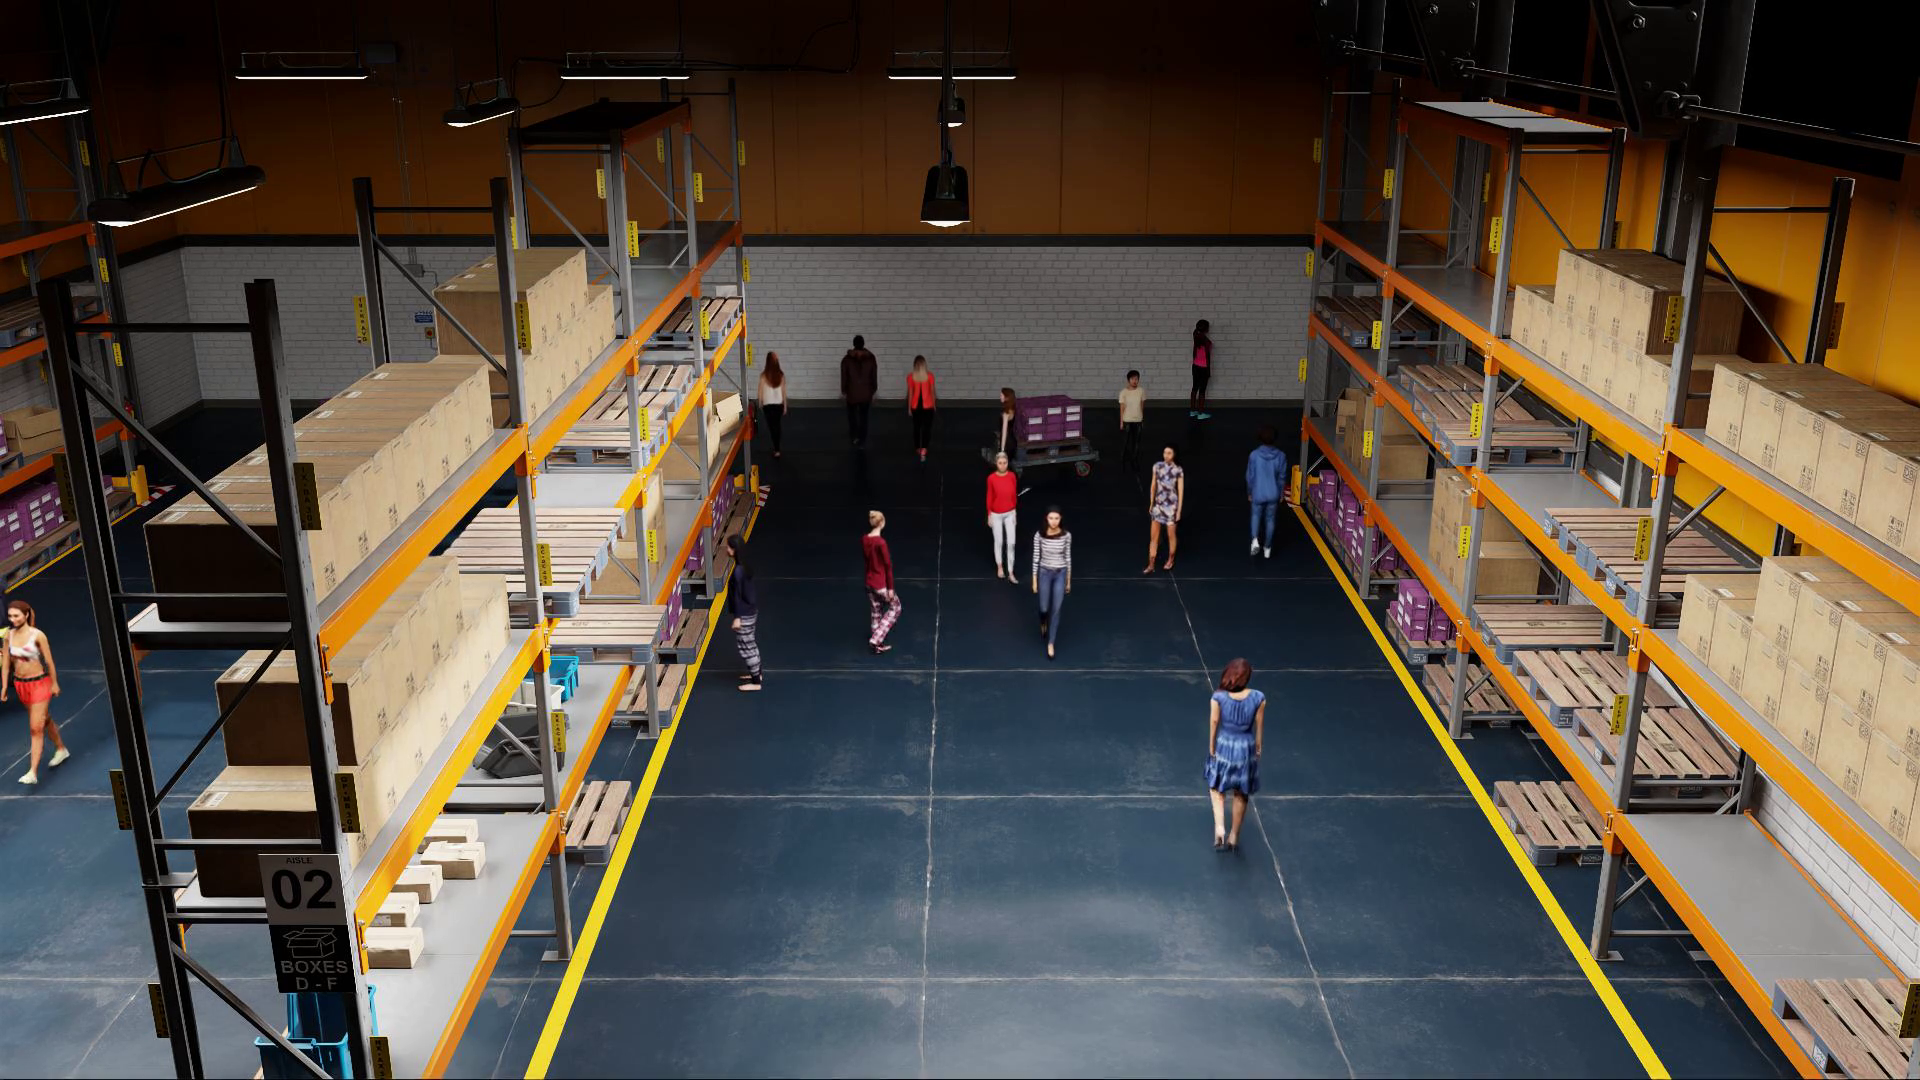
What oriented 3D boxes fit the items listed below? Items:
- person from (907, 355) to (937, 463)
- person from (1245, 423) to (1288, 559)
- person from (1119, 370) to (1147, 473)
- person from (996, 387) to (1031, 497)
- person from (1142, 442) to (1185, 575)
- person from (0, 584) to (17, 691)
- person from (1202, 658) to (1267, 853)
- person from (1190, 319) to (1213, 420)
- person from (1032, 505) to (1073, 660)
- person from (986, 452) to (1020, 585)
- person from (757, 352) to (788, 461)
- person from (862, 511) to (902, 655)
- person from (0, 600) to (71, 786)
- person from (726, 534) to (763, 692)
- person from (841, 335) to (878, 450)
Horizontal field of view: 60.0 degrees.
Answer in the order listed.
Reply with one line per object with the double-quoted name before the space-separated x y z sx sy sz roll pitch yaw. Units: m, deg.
"person" -0.603 -2.039 26.157 0.674 1.668 1.108 2 19 6
"person" 3.988 -0.606 21.703 0.756 1.795 0.819 4 19 11
"person" 2.655 -1.843 25.702 0.629 1.587 0.540 -4 19 -12
"person" 0.776 -1.343 23.982 0.679 1.736 0.717 2 19 7
"person" 2.681 -0.423 21.300 0.896 1.706 1.059 9 21 26
"person" -9.875 0.972 16.949 0.762 1.839 0.990 -1 19 -2
"person" 2.368 1.900 14.262 0.670 1.793 0.730 1 19 4
"person" 4.177 -2.982 28.871 0.717 1.723 0.623 -10 21 -27
"person" 1.033 0.437 18.622 0.610 1.785 0.739 -1 19 -4
"person" 0.513 -0.319 21.037 0.688 1.677 0.911 -4 19 -11
"person" -2.917 -2.091 26.261 0.776 1.701 0.899 -10 21 -27
"person" -0.952 0.492 18.595 0.835 1.697 0.773 -17 25 -41
"person" -8.776 1.389 15.843 0.621 1.753 1.100 1 19 4
"person" -2.282 0.769 17.734 0.658 1.723 0.498 1 19 2
"person" -1.619 -2.364 26.871 0.798 1.829 0.765 -3 19 -7
